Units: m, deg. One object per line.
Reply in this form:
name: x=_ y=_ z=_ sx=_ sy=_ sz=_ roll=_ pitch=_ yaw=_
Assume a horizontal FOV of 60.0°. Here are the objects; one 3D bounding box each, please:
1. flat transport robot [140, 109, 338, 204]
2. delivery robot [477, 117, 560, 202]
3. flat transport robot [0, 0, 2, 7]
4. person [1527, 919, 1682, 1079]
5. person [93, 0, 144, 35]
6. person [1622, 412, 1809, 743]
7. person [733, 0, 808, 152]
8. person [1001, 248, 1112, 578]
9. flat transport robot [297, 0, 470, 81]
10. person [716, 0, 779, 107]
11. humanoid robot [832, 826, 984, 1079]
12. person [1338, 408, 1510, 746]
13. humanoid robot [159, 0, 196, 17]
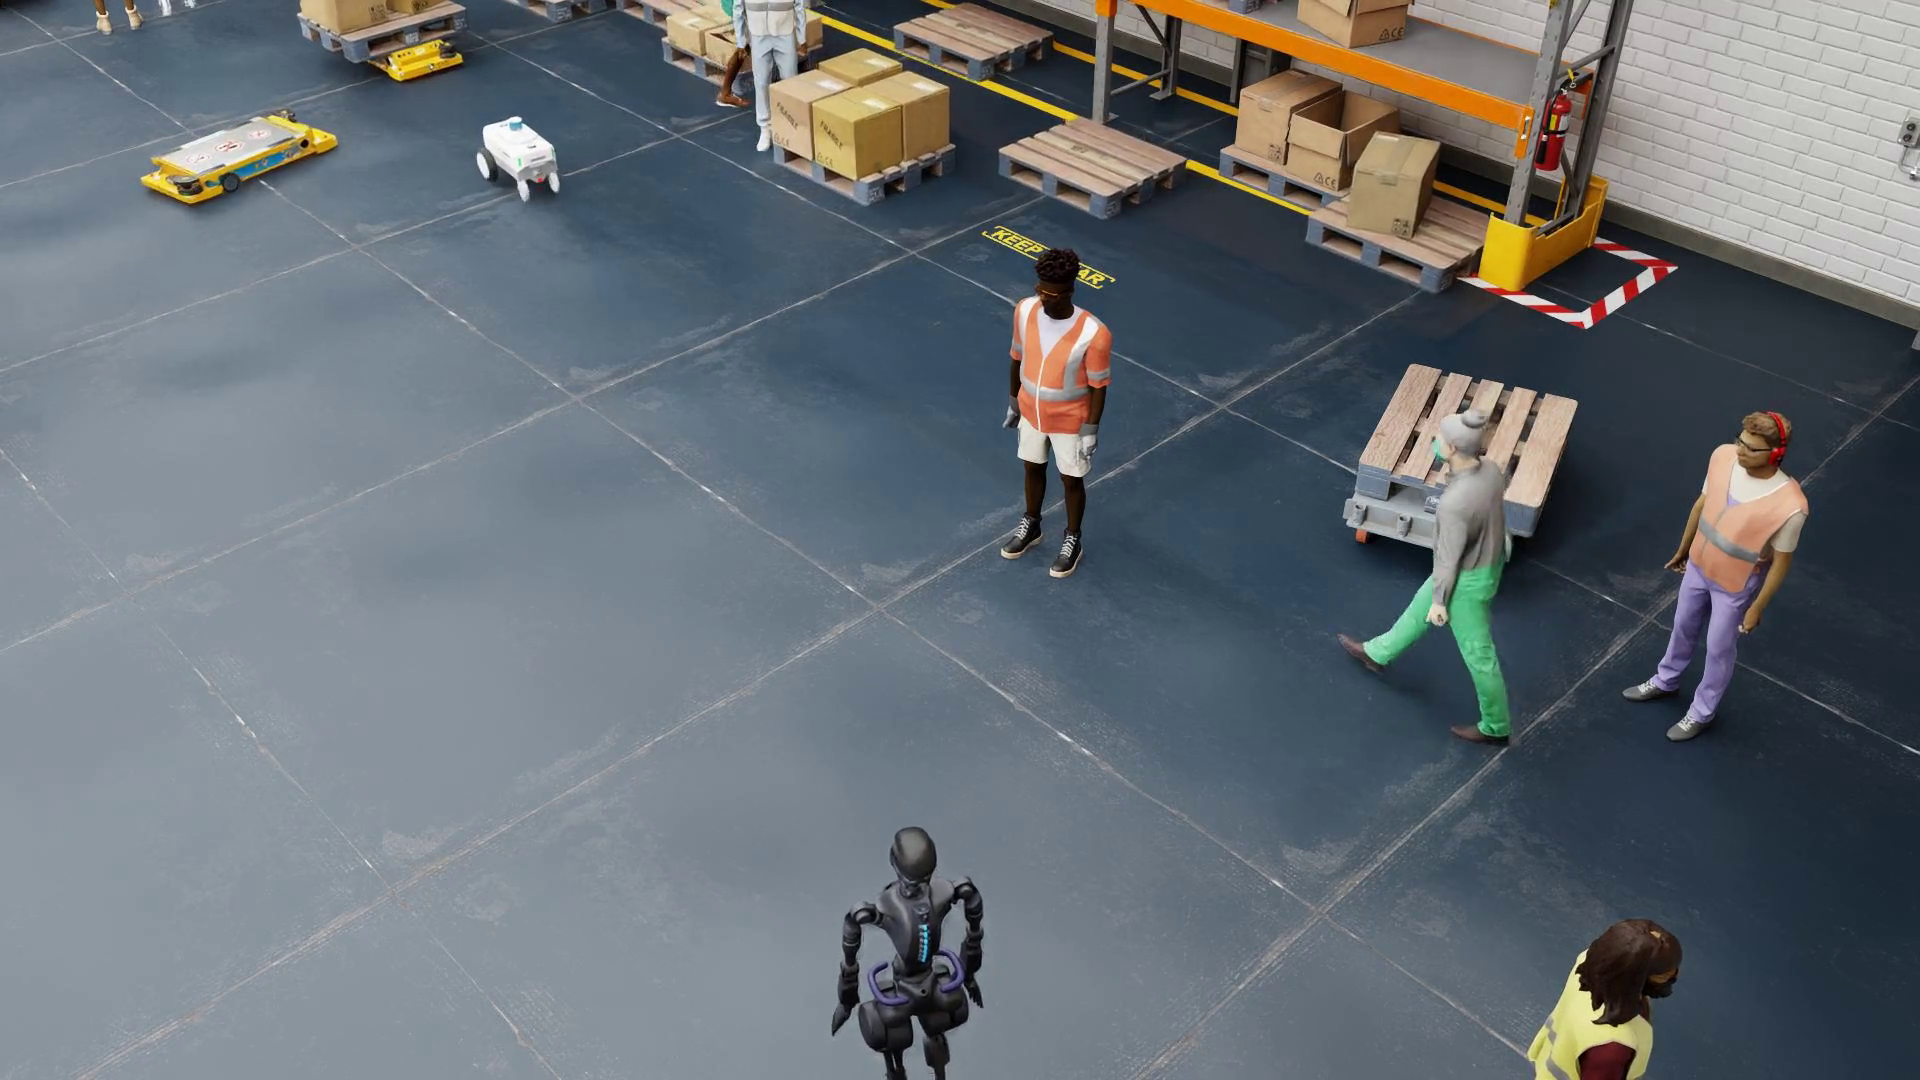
flat transport robot: x=-5.948 y=-3.176 z=13.738 sx=0.659 sy=0.231 sz=1.431 roll=23 pitch=43 yaw=28
delivery robot: x=-3.557 y=-3.112 z=13.433 sx=0.499 sy=0.614 sz=0.815 roll=-24 pitch=43 yaw=-29
flat transport robot: x=-9.974 y=-5.708 z=17.090 sx=0.659 sy=0.231 sz=1.431 roll=7 pitch=38 yaw=10
person: x=2.136 y=1.925 z=5.741 sx=0.369 sy=1.768 sz=0.476 roll=9 pitch=38 yaw=12
person: x=-8.300 y=-5.863 z=15.826 sx=0.606 sy=2.044 sz=0.369 roll=-19 pitch=41 yaw=-23
person: x=3.683 y=0.168 z=8.002 sx=0.374 sy=1.843 sz=0.569 roll=-13 pitch=39 yaw=-17
person: x=-1.552 y=-4.139 z=13.658 sx=0.596 sy=1.908 sz=0.409 roll=-3 pitch=37 yaw=-4
person: x=0.509 y=-0.687 z=9.039 sx=0.605 sy=1.962 sz=0.368 roll=22 pitch=42 yaw=27
flat transport robot: x=-5.395 y=-4.696 z=15.750 sx=1.431 sy=0.231 sz=0.659 roll=31 pitch=47 yaw=34
person: x=-1.783 y=-4.543 z=14.287 sx=0.790 sy=1.820 sz=0.534 roll=0 pitch=37 yaw=0
humanoid robot: x=-0.182 y=1.687 z=6.137 sx=0.583 sy=1.648 sz=0.375 roll=-13 pitch=39 yaw=-16
person: x=2.392 y=0.131 z=8.116 sx=1.056 sy=1.760 sz=0.526 roll=21 pitch=42 yaw=25
humanoid robot: x=-7.976 y=-6.054 z=16.364 sx=0.535 sy=1.836 sz=0.673 roll=-13 pitch=39 yaw=-16
